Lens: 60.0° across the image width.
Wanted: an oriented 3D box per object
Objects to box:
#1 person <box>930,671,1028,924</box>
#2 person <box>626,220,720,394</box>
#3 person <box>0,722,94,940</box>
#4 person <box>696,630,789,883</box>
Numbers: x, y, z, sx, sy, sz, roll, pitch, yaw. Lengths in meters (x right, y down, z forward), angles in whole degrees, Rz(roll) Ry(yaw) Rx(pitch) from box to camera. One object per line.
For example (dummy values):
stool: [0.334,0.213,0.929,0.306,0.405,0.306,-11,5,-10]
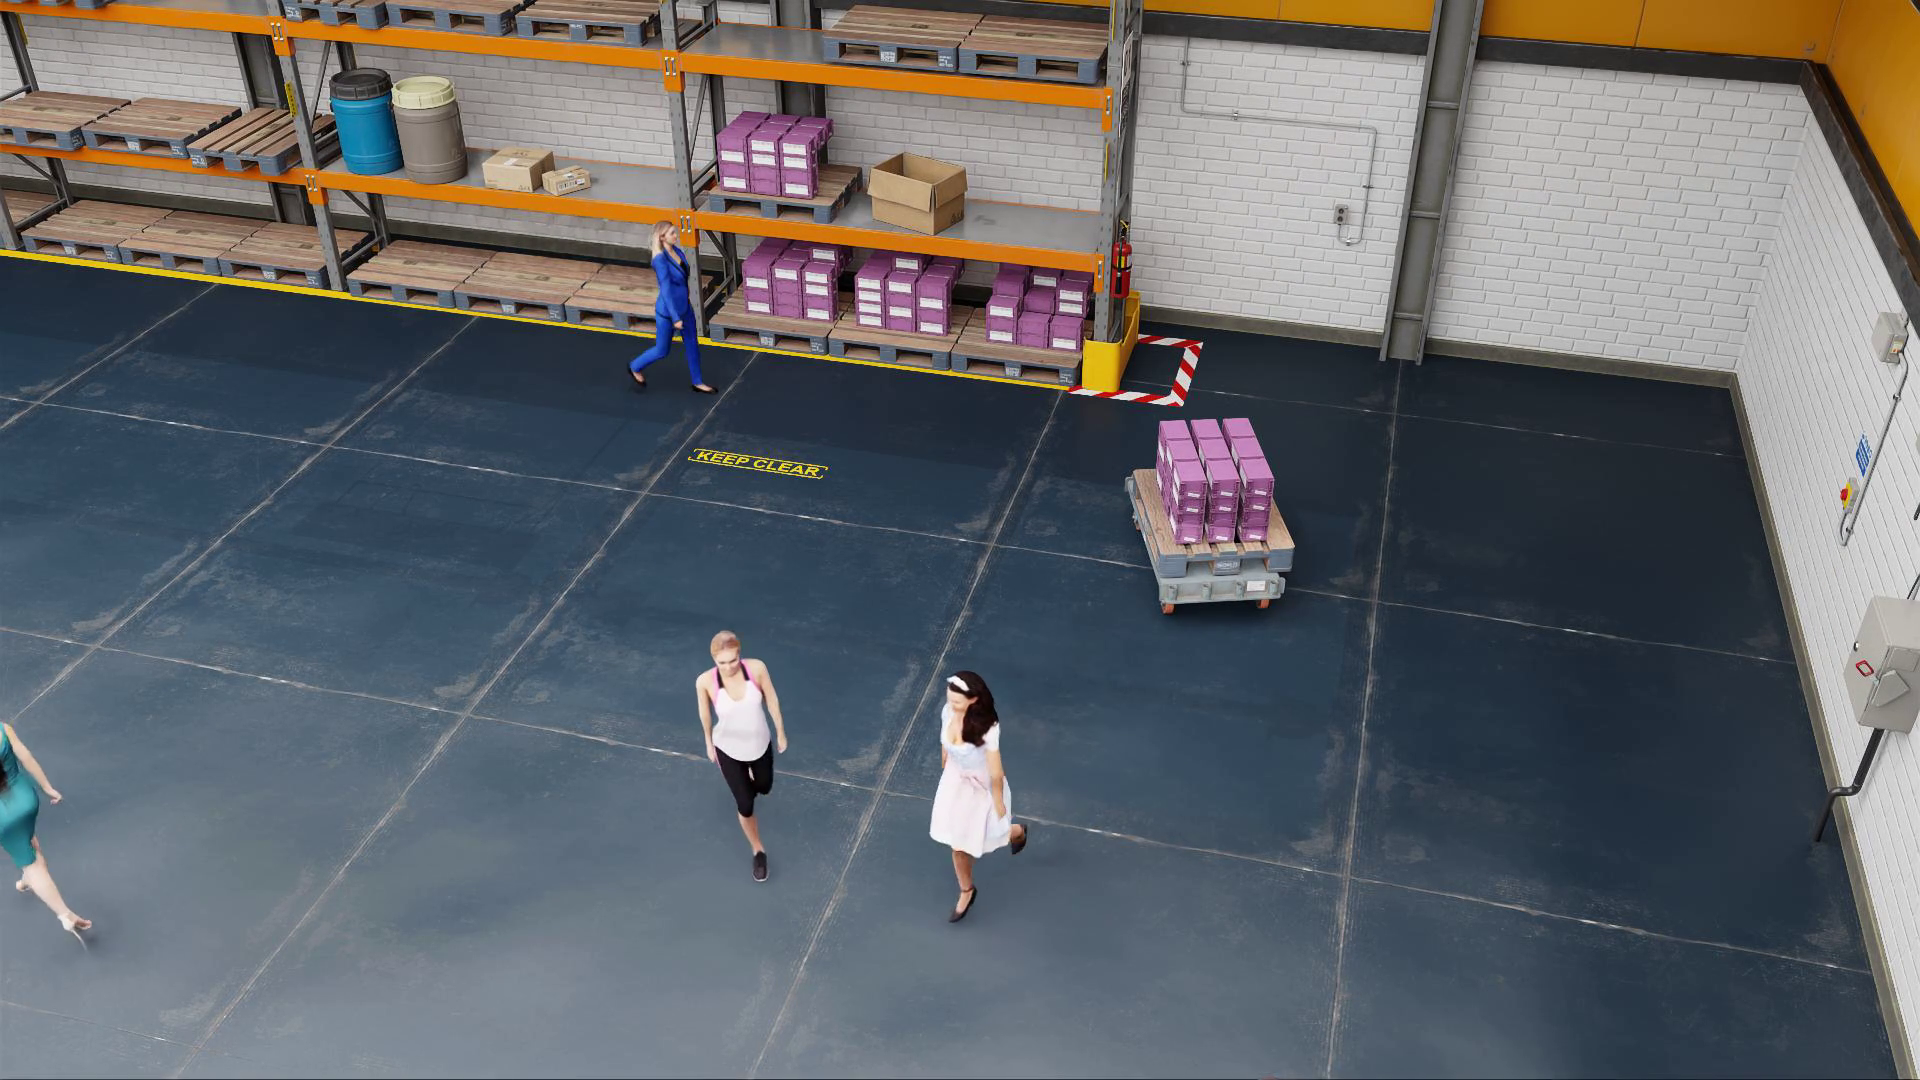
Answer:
person: [0.129,1.425,9.559,0.974,1.788,1.029,-28,43,-35]
person: [-2.663,-2.044,14.882,1.046,1.674,0.607,8,35,13]
person: [-5.345,1.586,9.455,1.108,1.636,0.837,28,43,35]
person: [-1.299,1.181,9.950,1.069,1.762,1.024,-11,35,-16]
